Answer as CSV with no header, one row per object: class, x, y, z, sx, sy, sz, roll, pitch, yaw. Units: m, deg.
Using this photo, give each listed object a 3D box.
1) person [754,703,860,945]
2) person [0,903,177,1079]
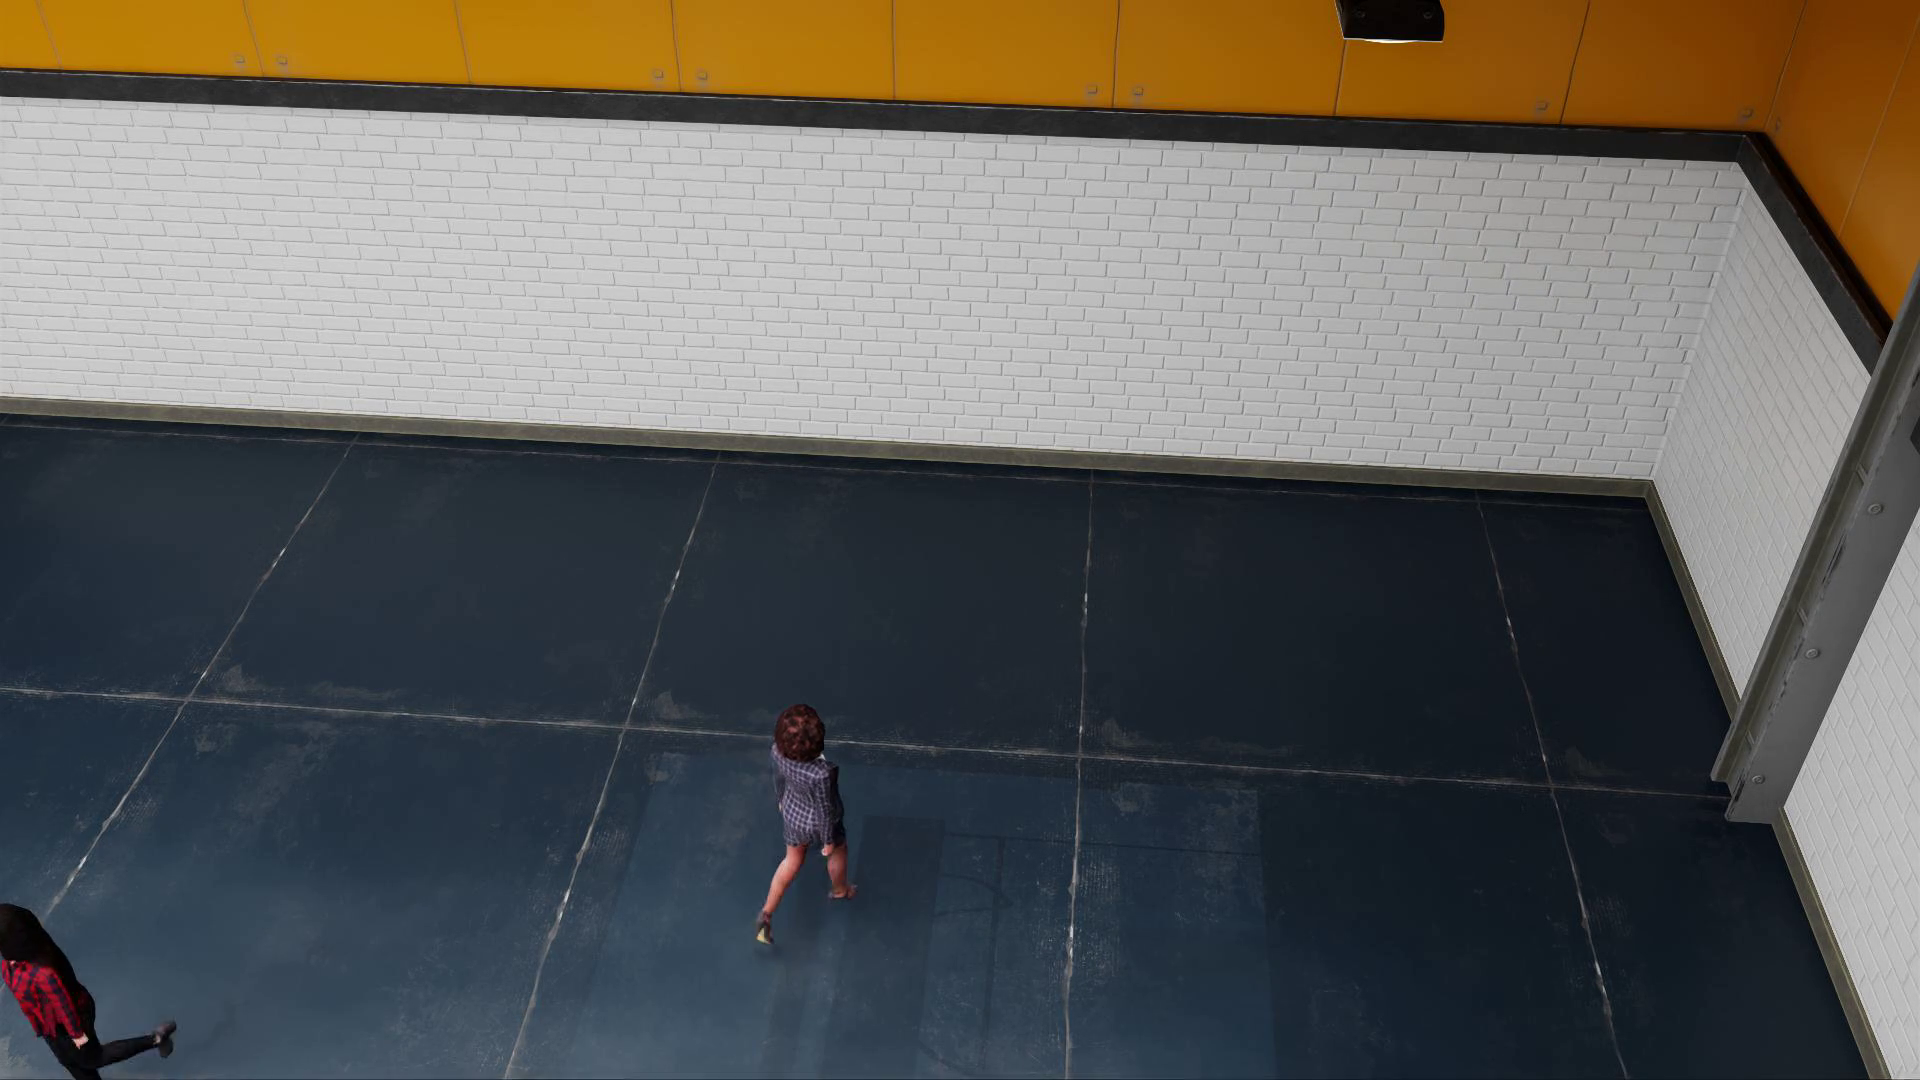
person,-0.890,1.600,9.190,0.977,1.678,1.100,29,47,31
person,-4.415,2.307,8.338,0.843,1.636,0.952,27,46,30
